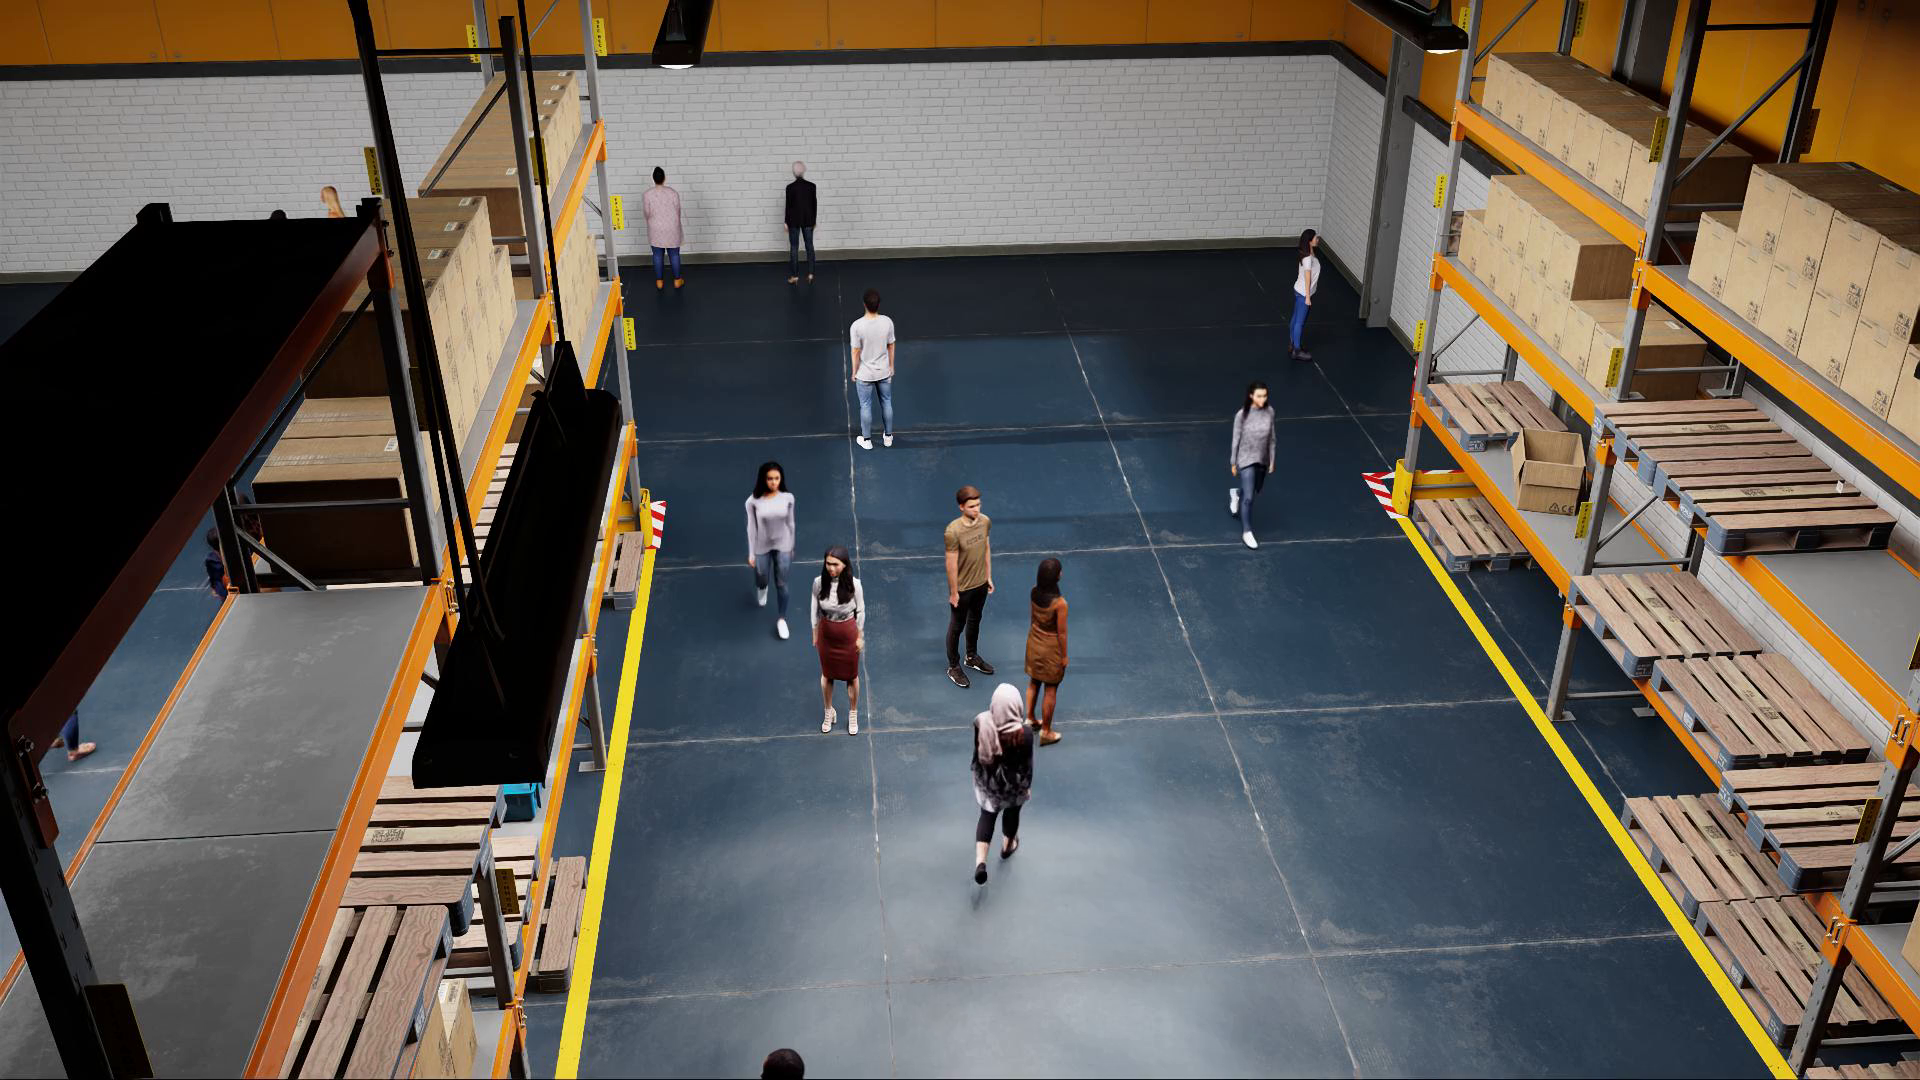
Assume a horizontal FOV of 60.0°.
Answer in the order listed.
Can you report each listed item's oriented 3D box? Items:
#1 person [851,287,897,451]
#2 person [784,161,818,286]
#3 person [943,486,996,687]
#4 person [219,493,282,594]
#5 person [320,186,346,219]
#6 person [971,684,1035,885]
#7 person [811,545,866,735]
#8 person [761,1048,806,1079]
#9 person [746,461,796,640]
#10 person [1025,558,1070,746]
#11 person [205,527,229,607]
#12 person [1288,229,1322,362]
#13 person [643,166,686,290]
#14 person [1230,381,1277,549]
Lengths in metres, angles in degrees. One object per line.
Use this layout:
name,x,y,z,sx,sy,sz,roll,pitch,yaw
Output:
person,-0.970,-1.931,18.669,0.725,1.894,0.662,-10,30,-17
person,-2.294,-4.482,23.473,0.800,1.779,0.688,-11,31,-20
person,0.068,0.367,14.498,0.749,1.852,0.785,-25,37,-38
person,-6.205,0.361,14.646,0.769,1.720,0.725,-13,31,-22
person,-8.268,-3.863,22.310,0.718,1.797,0.592,-6,29,-10
person,0.279,1.787,12.141,0.866,1.616,1.067,9,30,16
person,-1.004,0.827,13.760,0.641,1.751,0.588,4,29,8
person,-0.910,3.413,8.974,0.657,1.795,0.510,-5,29,-9
person,-1.738,0.040,15.240,0.686,1.716,0.943,-6,29,-11
person,0.712,0.907,13.684,0.706,1.684,0.613,-21,35,-33
person,-6.612,0.439,15.035,0.536,1.212,0.644,-2,29,-4
person,4.343,-3.108,21.043,0.679,1.685,0.485,0,29,1
person,-4.156,-4.390,23.333,0.671,1.744,0.602,-2,29,-4
person,2.932,-0.838,16.860,0.766,1.706,1.106,-8,30,-15
